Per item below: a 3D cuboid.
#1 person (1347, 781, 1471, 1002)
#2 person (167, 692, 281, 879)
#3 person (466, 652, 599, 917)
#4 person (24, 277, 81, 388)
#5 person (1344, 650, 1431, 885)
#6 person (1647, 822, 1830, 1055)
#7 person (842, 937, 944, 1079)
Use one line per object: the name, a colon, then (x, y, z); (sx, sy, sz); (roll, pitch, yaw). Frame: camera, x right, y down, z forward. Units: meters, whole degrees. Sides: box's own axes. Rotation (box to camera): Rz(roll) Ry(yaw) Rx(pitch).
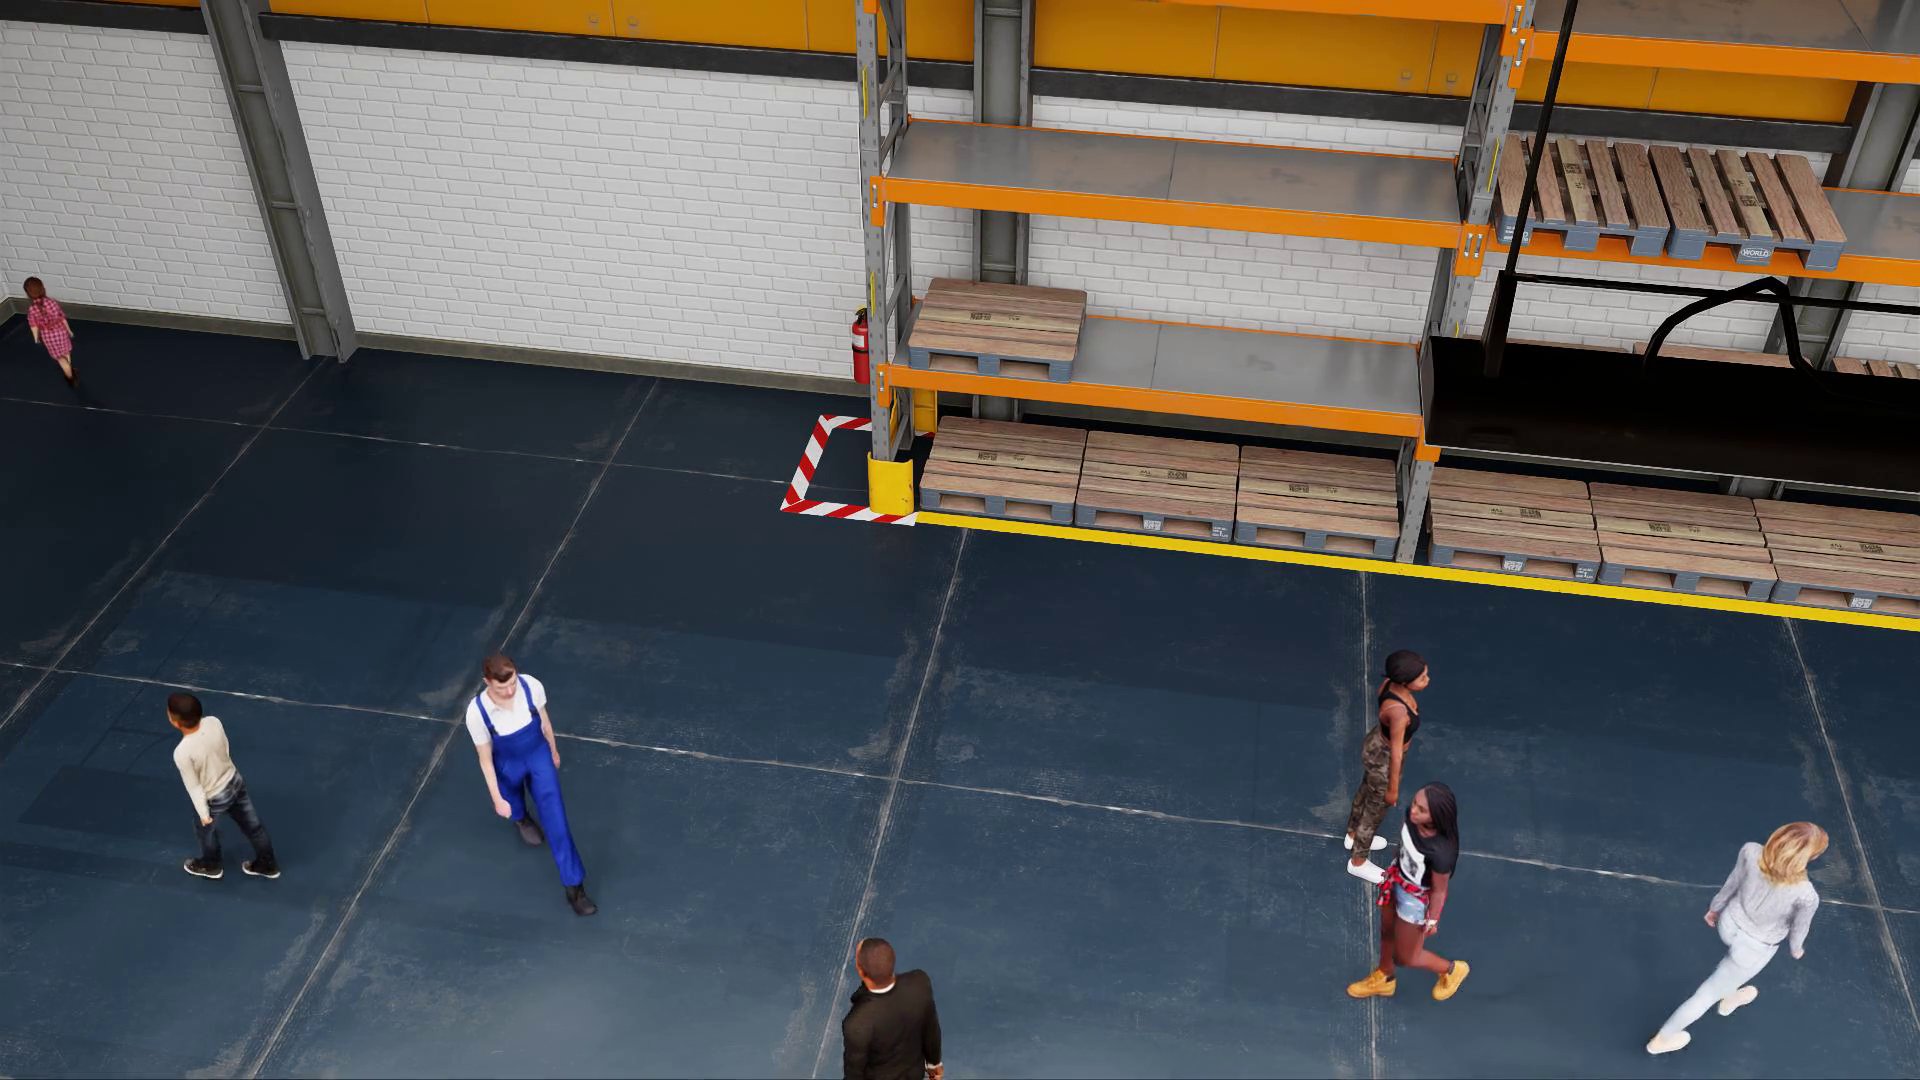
person: (2.512, 1.908, 8.919); (0.943, 1.712, 0.777); (-7, 39, -9)
person: (-4.242, 1.480, 9.665); (0.819, 1.449, 0.633); (11, 40, 13)
person: (-2.596, 1.272, 9.653); (1.260, 1.789, 1.295); (-23, 44, -26)
person: (-7.644, -1.736, 14.041); (0.665, 1.013, 0.583); (30, 47, 32)
person: (2.479, 1.288, 9.704); (0.511, 1.700, 0.579); (5, 39, 7)
person: (3.991, 2.128, 8.612); (1.112, 1.750, 0.957); (-15, 41, -18)
person: (-0.287, 2.612, 7.898); (1.051, 1.886, 1.150); (-29, 47, -31)
